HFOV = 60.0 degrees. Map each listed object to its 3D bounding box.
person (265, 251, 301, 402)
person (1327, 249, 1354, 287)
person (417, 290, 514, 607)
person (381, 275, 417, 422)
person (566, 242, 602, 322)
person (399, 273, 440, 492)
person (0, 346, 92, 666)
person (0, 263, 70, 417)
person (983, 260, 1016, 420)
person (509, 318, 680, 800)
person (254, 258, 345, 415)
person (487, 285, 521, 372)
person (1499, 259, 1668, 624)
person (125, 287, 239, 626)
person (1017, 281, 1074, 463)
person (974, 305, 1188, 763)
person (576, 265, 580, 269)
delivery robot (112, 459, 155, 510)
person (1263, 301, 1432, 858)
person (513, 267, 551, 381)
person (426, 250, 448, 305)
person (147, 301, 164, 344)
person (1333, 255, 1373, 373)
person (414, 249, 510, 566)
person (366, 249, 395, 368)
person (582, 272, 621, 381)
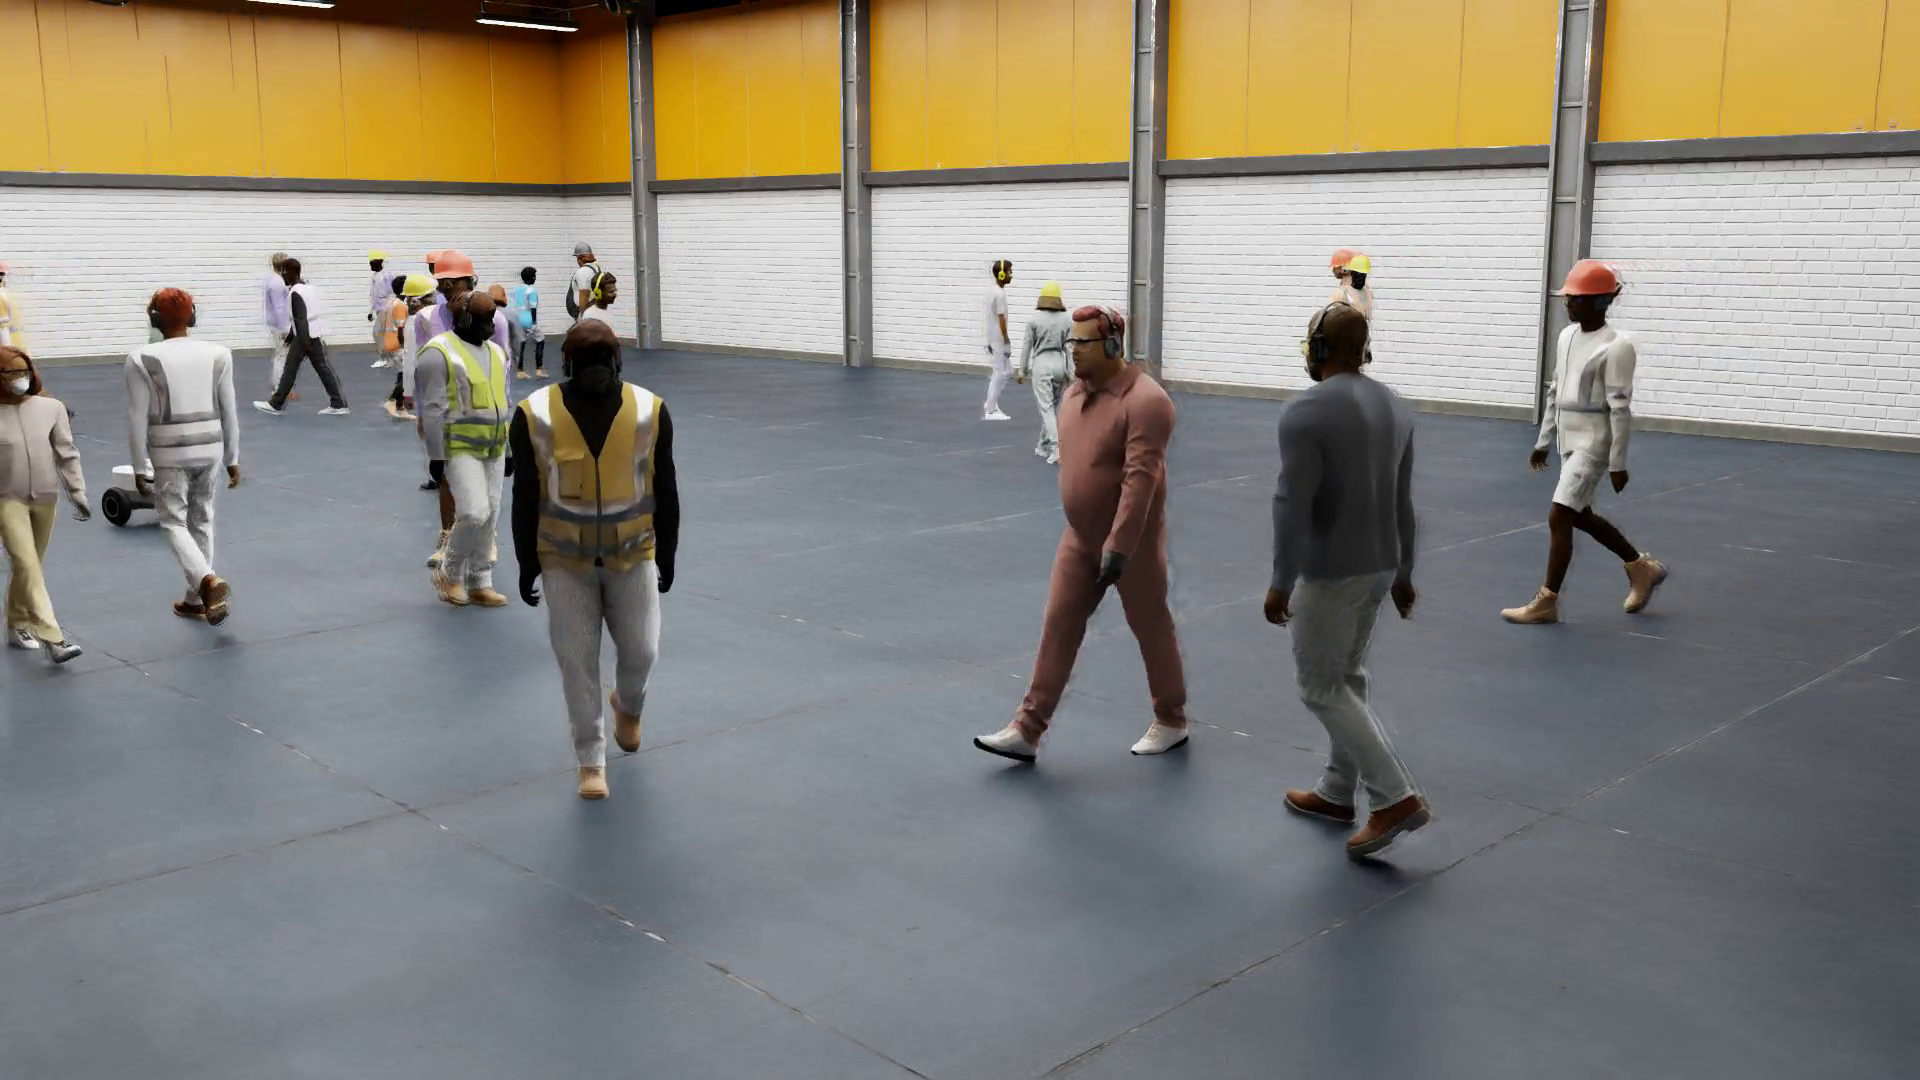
[{"bbox_3d":[-8.658,-2.726,21.324,0.451,1.919,0.661,-4,11,-19],"label":"person"},{"bbox_3d":[4.270,-2.239,18.535,0.511,1.968,0.663,5,11,23],"label":"person"},{"bbox_3d":[-2.774,-0.504,9.486,0.445,1.821,0.640,5,12,26],"label":"person"},{"bbox_3d":[-6.391,-2.178,19.014,0.396,1.672,0.554,-5,11,-24],"label":"person"},{"bbox_3d":[-5.499,-3.343,24.371,0.536,2.000,0.688,2,11,9],"label":"person"},{"bbox_3d":[-4.422,-1.290,13.788,0.444,1.813,0.627,3,11,14],"label":"person"},{"bbox_3d":[-4.665,-0.175,8.338,0.890,1.582,0.503,7,13,34],"label":"person"},{"bbox_3d":[-9.970,-2.013,17.537,0.858,1.905,0.555,-4,11,-20],"label":"person"},{"bbox_3d":[0.459,-2.299,19.201,0.435,1.851,0.550,-1,10,-7],"label":"person"},{"bbox_3d":[-1.404,0.057,6.430,0.638,1.832,0.536,-3,11,-16],"label":"person"},{"bbox_3d":[-7.853,-2.398,19.734,1.033,1.853,0.587,-1,10,-4],"label":"person"},{"bbox_3d":[-5.112,-2.009,18.353,0.520,1.581,0.916,-1,10,-5],"label":"person"},{"bbox_3d":[3.497,-0.524,9.109,0.937,2.017,0.625,-1,10,-6],"label":"person"},{"bbox_3d":[-4.177,-0.438,9.029,0.741,1.865,0.584,10,14,42],"label":"person"},{"bbox_3d":[0.845,-1.590,15.747,0.497,1.701,0.886,-4,11,-21],"label":"person"},{"bbox_3d":[0.548,-0.002,6.668,0.986,1.855,0.654,-8,13,-38],"label":"person"},{"bbox_3d":[-6.234,-3.906,28.246,0.522,1.747,0.547,-5,12,-27],"label":"person"},{"bbox_3d":[-5.918,-0.433,12.306,0.707,0.478,0.477,5,12,27],"label":"delivery robot"},{"bbox_3d":[1.425,0.133,5.810,0.649,1.910,0.687,-9,14,-40],"label":"person"},{"bbox_3d":[-6.339,-3.197,24.577,0.530,1.665,0.641,7,12,33],"label":"person"},{"bbox_3d":[-6.795,-2.804,21.711,0.361,1.939,0.543,9,14,41],"label":"person"},{"bbox_3d":[-7.746,-1.619,16.184,0.659,1.608,0.334,6,12,31],"label":"person"},{"bbox_3d":[4.203,-2.066,17.728,0.593,1.922,0.377,-9,14,-41],"label":"person"},{"bbox_3d":[-3.204,-0.839,10.709,0.605,2.045,0.388,0,10,1],"label":"person"},{"bbox_3d":[-9.347,-3.695,26.656,0.661,1.902,0.608,-9,14,-42],"label":"person"},{"bbox_3d":[-3.255,-1.457,14.723,0.899,1.817,0.583,2,11,9],"label":"person"}]
